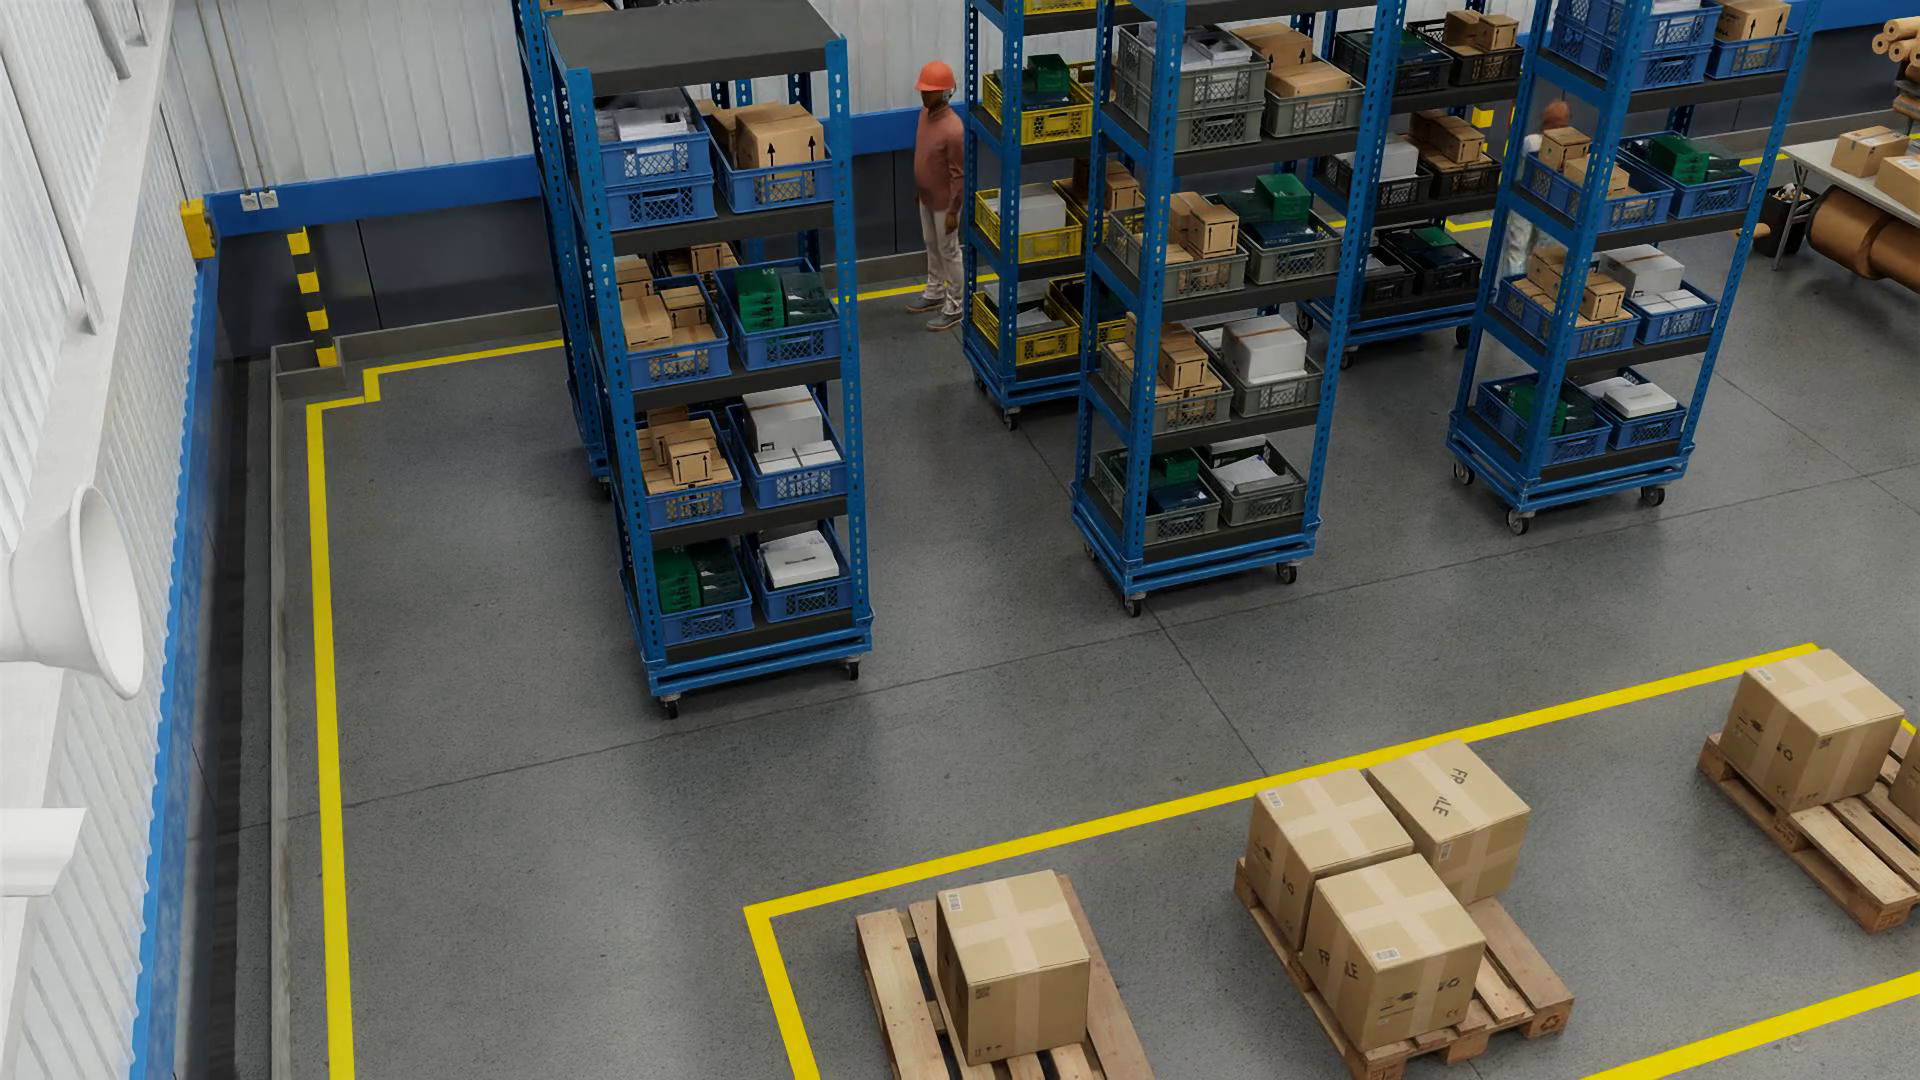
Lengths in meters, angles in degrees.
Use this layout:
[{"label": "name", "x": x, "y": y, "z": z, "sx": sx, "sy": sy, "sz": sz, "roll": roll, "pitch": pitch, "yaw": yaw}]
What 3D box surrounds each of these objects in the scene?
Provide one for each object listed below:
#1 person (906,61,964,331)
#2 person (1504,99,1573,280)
[{"label": "person", "x": -0.162, "y": -2.503, "z": 12.095, "sx": 0.372, "sy": 1.996, "sz": 0.620, "roll": -17, "pitch": 39, "yaw": -22}, {"label": "person", "x": 4.263, "y": -2.419, "z": 12.313, "sx": 0.530, "sy": 1.606, "sz": 0.604, "roll": 5, "pitch": 36, "yaw": 7}]
